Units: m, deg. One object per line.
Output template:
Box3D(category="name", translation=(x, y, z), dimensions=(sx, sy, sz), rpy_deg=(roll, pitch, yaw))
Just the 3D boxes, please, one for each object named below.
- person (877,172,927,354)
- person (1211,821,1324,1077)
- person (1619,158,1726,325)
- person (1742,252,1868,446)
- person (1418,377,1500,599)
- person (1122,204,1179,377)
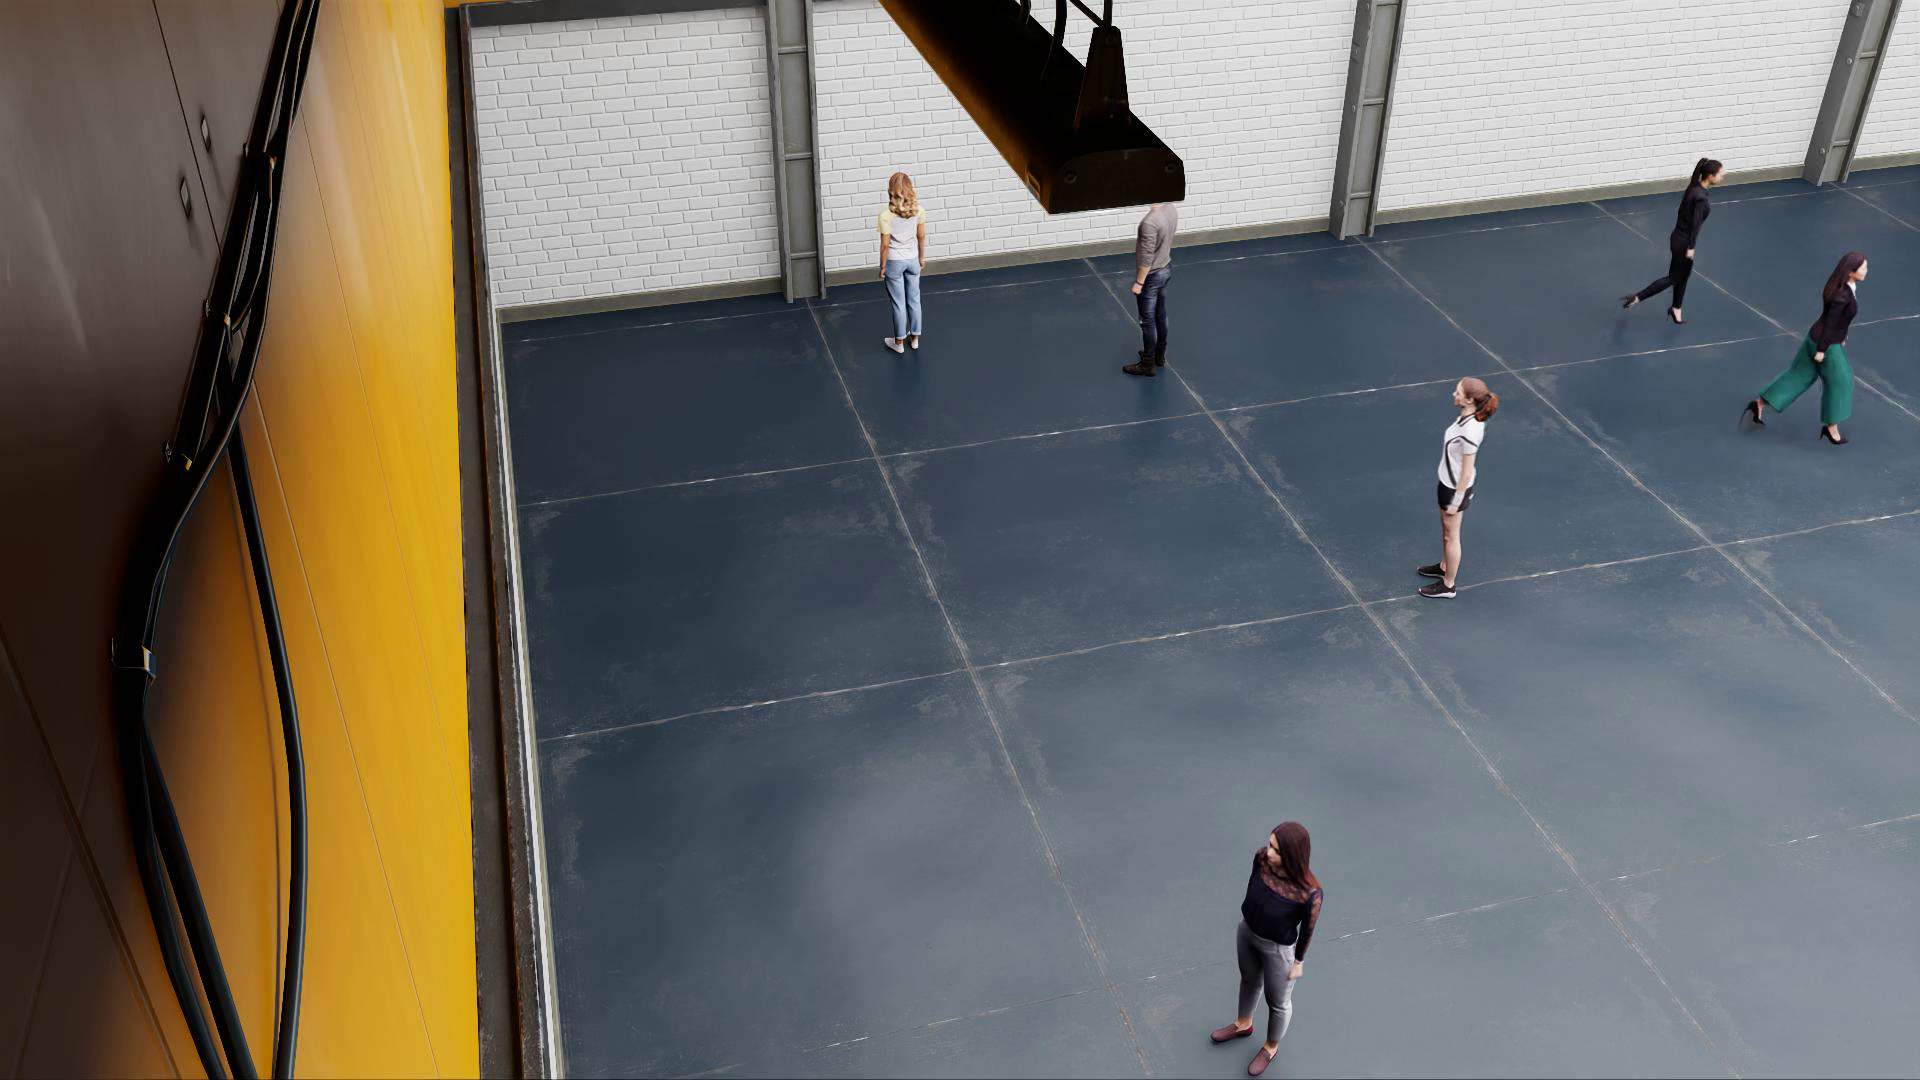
Box3D(category="person", translation=(-0.529, -2.542, 15.267), dimensions=(0.570, 1.723, 0.740), rpy_deg=(-17, 37, -24))
Box3D(category="person", translation=(1.568, 2.055, 8.453), dimensions=(0.655, 1.608, 0.667), rpy_deg=(-22, 39, -29))
Box3D(category="person", translation=(6.729, -2.778, 15.646), dimensions=(1.037, 1.696, 0.893), rpy_deg=(5, 34, 7))
Box3D(category="person", translation=(7.110, -1.607, 13.882), dimensions=(1.165, 1.699, 0.944), rpy_deg=(8, 34, 12))
Box3D(category="person", translation=(3.577, -0.383, 11.994), dimensions=(0.664, 1.750, 0.654), rpy_deg=(6, 34, 10))
Box3D(category="person", translation=(1.737, -2.380, 14.857), dimensions=(0.832, 1.905, 0.760), rpy_deg=(20, 38, 27))
